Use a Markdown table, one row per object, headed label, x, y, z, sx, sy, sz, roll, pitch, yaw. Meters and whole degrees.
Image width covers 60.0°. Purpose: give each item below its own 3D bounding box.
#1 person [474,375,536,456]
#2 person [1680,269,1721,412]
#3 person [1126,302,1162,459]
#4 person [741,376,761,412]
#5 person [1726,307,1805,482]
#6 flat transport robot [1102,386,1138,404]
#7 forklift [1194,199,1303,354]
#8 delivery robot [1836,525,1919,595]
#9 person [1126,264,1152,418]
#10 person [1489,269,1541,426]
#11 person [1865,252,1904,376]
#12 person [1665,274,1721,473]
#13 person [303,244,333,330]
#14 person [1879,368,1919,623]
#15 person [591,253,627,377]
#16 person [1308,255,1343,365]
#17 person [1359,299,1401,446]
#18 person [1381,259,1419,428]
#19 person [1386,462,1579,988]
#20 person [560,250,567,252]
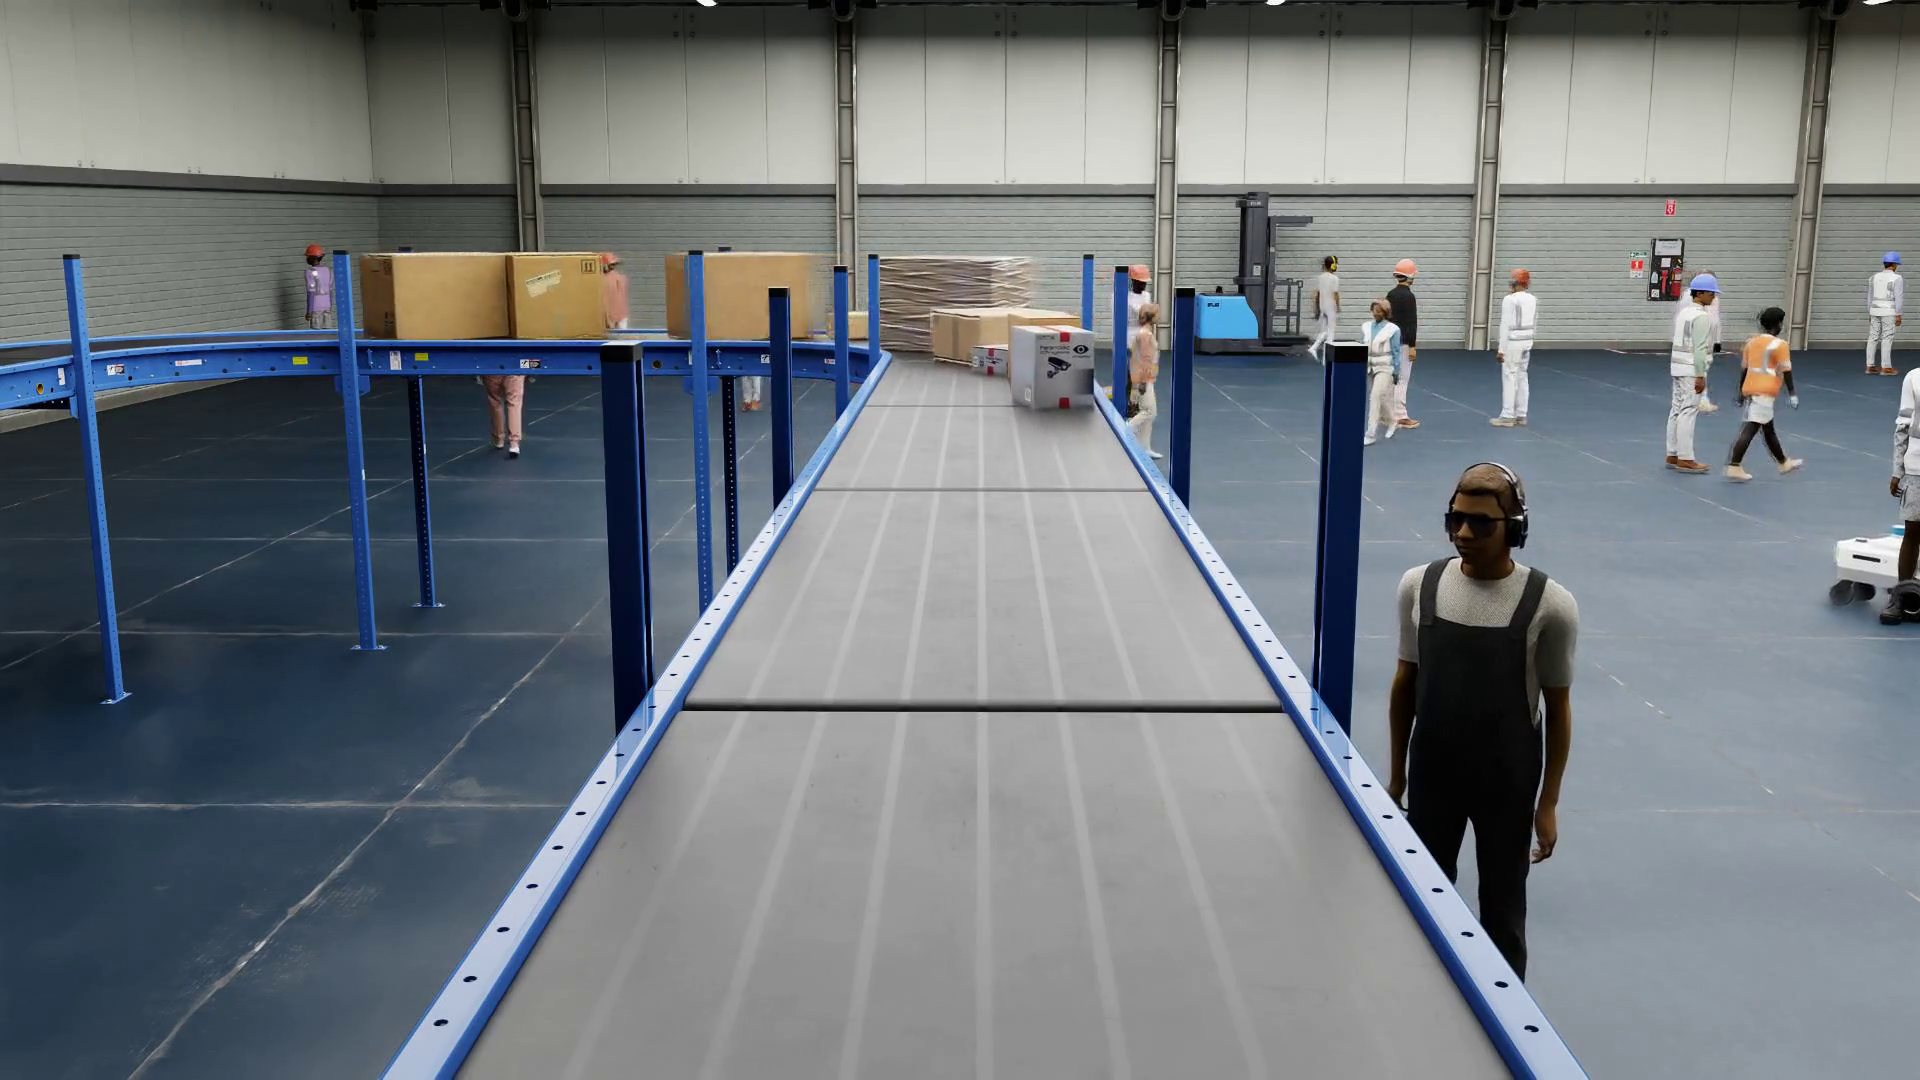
| label | x | y | z | sx | sy | sz | roll | pitch | yaw |
| --- | --- | --- | --- | --- | --- | --- | --- | --- | --- |
| person | -4.833 | -1.837 | 17.658 | 0.666 | 1.853 | 1.016 | -3 | 12 | -17 |
| person | 9.636 | -2.553 | 21.407 | 0.654 | 1.819 | 0.756 | -8 | 13 | -34 |
| person | 1.864 | -1.644 | 17.238 | 0.438 | 1.628 | 0.517 | 1 | 11 | 5 |
| person | -2.781 | -2.607 | 21.437 | 0.626 | 1.919 | 0.599 | 4 | 12 | 18 |
| person | 7.736 | -1.388 | 15.850 | 0.902 | 1.637 | 0.555 | -1 | 11 | -4 |
| flat transport robot | 1.848 | -1.875 | 22.031 | 0.652 | 0.197 | 1.431 | 8 | 14 | 37 |
| forklift | 5.313 | -4.851 | 30.603 | 1.873 | 2.768 | 1.129 | 0 | 11 | 1 |
| delivery robot | 6.017 | 0.149 | 10.657 | 0.477 | 0.478 | 0.707 | -7 | 13 | -31 |
| person | 2.243 | -2.468 | 20.736 | 0.567 | 1.911 | 0.576 | -10 | 15 | -42 |
| person | 6.707 | -2.311 | 20.061 | 0.624 | 1.874 | 0.410 | -7 | 13 | -32 |
| person | 14.743 | -3.609 | 26.508 | 0.384 | 1.949 | 0.601 | -4 | 12 | -20 |
| person | 7.260 | -1.659 | 16.499 | 0.402 | 1.944 | 0.605 | 1 | 11 | 6 |
| person | -10.539 | -3.817 | 27.322 | 0.363 | 2.047 | 0.613 | 3 | 11 | 15 |
| person | 5.987 | -0.422 | 10.167 | 0.545 | 1.935 | 0.369 | 10 | 15 | 41 |
| person | -5.443 | -3.478 | 25.844 | 1.029 | 1.936 | 0.620 | 7 | 13 | 34 |
| person | 6.230 | -3.880 | 28.147 | 0.461 | 1.856 | 0.519 | -5 | 12 | -23 |
| person | 4.705 | -1.888 | 18.541 | 0.767 | 1.611 | 0.499 | -8 | 14 | -36 |
| person | 5.295 | -2.356 | 19.940 | 0.371 | 1.996 | 0.622 | -3 | 11 | -13 |
| person | 1.439 | 0.693 | 4.671 | 0.505 | 1.846 | 0.347 | 8 | 13 | 35 |
| person | -7.358 | -4.448 | 30.978 | 0.656 | 1.884 | 0.648 | -5 | 12 | -23 |
